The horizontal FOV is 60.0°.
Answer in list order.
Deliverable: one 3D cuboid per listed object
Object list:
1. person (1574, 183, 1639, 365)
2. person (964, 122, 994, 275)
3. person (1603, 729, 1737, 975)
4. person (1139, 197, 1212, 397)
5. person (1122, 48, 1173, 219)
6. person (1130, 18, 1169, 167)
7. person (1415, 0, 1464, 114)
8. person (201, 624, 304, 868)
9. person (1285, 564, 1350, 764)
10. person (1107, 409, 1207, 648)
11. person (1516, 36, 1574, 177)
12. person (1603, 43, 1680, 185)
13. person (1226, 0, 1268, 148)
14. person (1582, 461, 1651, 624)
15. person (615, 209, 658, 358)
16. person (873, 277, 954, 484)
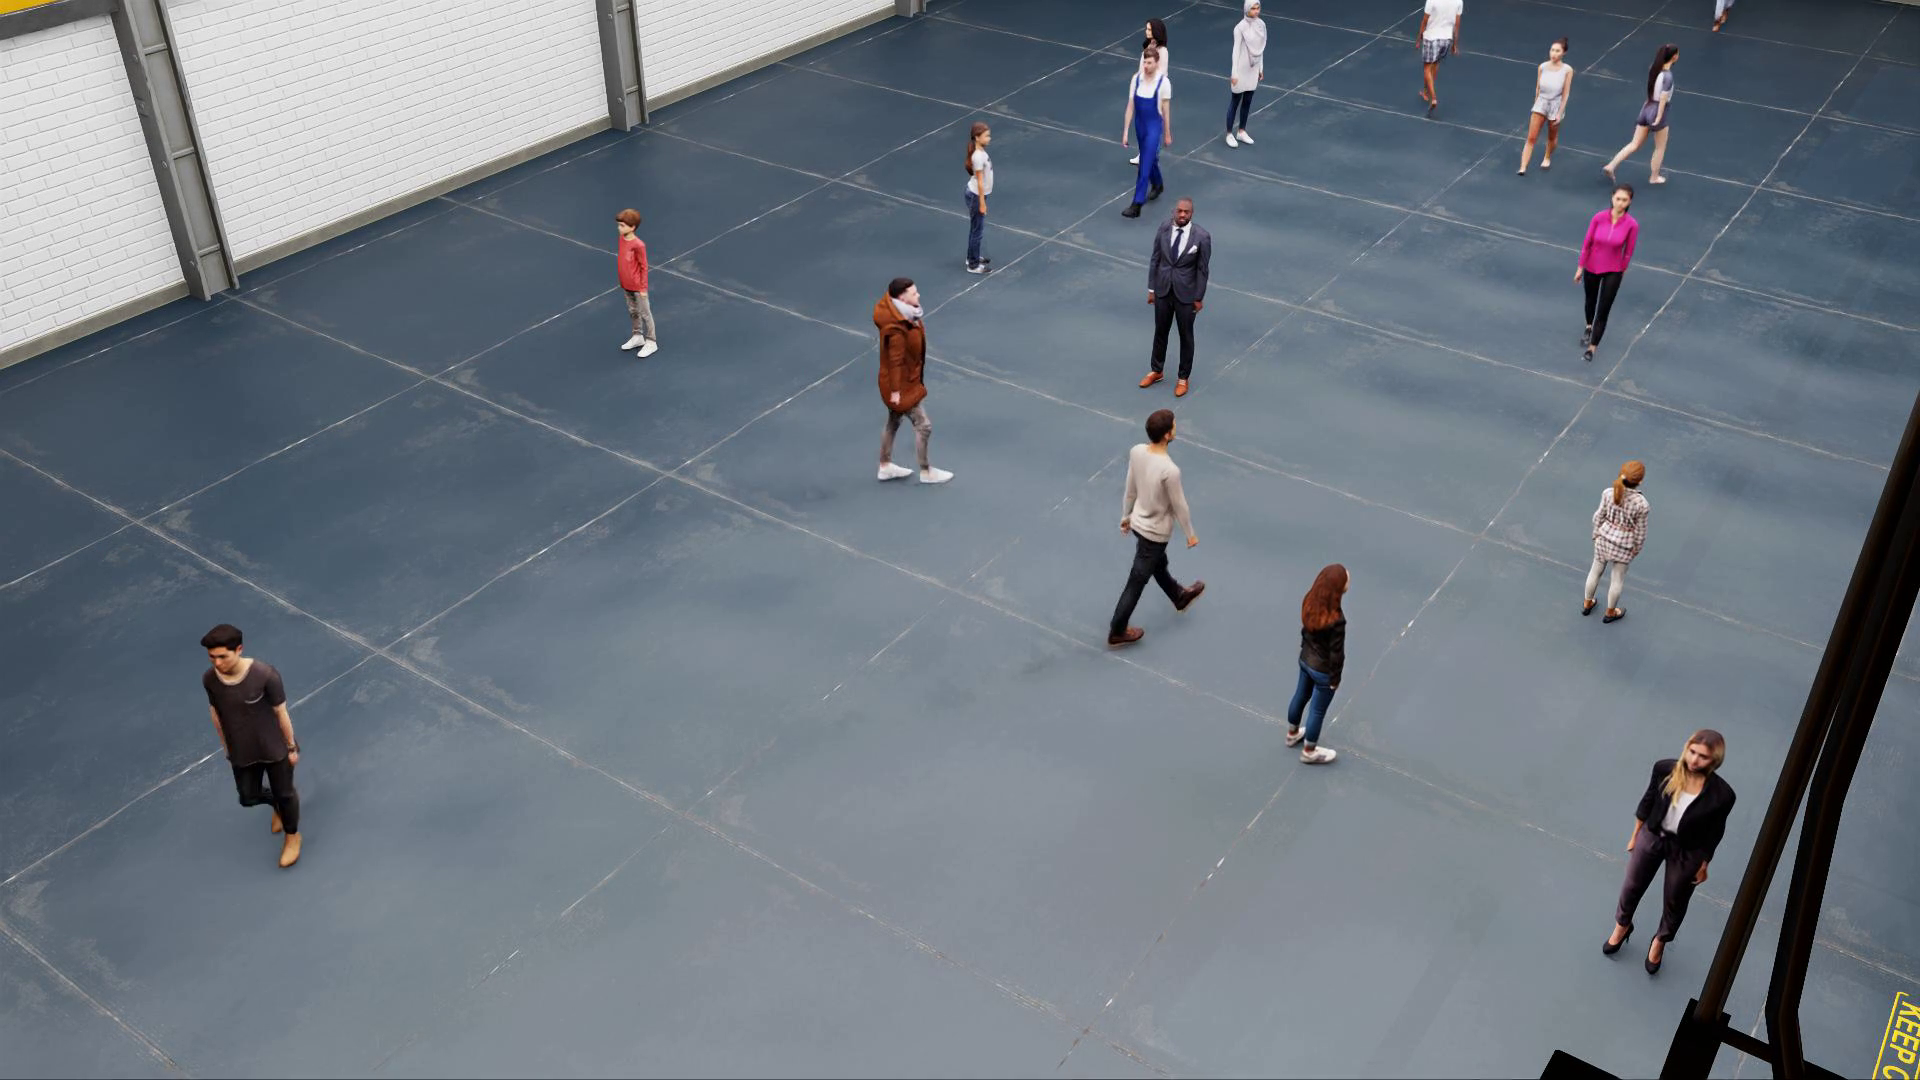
[{"bbox_3d":[5.994,-2.528,15.484,0.633,1.656,1.117,18,38,25],"label":"person"},{"bbox_3d":[0.191,-3.532,17.078,0.685,1.562,0.602,0,34,0],"label":"person"},{"bbox_3d":[3.899,1.696,9.115,0.612,1.672,0.552,26,41,33],"label":"person"},{"bbox_3d":[1.931,-2.198,14.837,0.719,1.822,0.623,17,37,24],"label":"person"},{"bbox_3d":[2.118,-4.535,18.377,0.651,1.795,1.272,20,38,27],"label":"person"},{"bbox_3d":[2.247,-5.202,19.405,0.743,1.768,0.732,-12,35,-17],"label":"person"},{"bbox_3d":[6.071,-6.299,21.120,1.064,1.697,1.142,-5,34,-7],"label":"person"},{"bbox_3d":[-4.143,1.152,9.905,0.814,1.702,0.886,0,34,0],"label":"person"},{"bbox_3d":[2.296,0.781,10.663,0.644,1.481,0.630,-14,36,-20],"label":"person"},{"bbox_3d":[1.257,-0.025,11.569,1.239,1.821,1.010,-16,37,-22],"label":"person"},{"bbox_3d":[6.879,-5.018,19.321,0.605,1.555,1.086,19,38,26],"label":"person"},{"bbox_3d":[7.817,-4.821,18.971,1.056,1.615,0.956,-8,34,-12],"label":"person"},{"bbox_3d":[3.452,-5.659,20.086,0.629,1.775,0.752,-17,37,-24],"label":"person"},{"bbox_3d":[4.727,0.001,11.990,0.561,1.312,0.563,29,43,36],"label":"person"},{"bbox_3d":[-3.032,-2.414,15.529,0.543,1.416,0.522,27,42,34],"label":"person"},{"bbox_3d":[-0.559,-1.256,13.424,1.030,1.817,0.973,-4,34,-6],"label":"person"}]
